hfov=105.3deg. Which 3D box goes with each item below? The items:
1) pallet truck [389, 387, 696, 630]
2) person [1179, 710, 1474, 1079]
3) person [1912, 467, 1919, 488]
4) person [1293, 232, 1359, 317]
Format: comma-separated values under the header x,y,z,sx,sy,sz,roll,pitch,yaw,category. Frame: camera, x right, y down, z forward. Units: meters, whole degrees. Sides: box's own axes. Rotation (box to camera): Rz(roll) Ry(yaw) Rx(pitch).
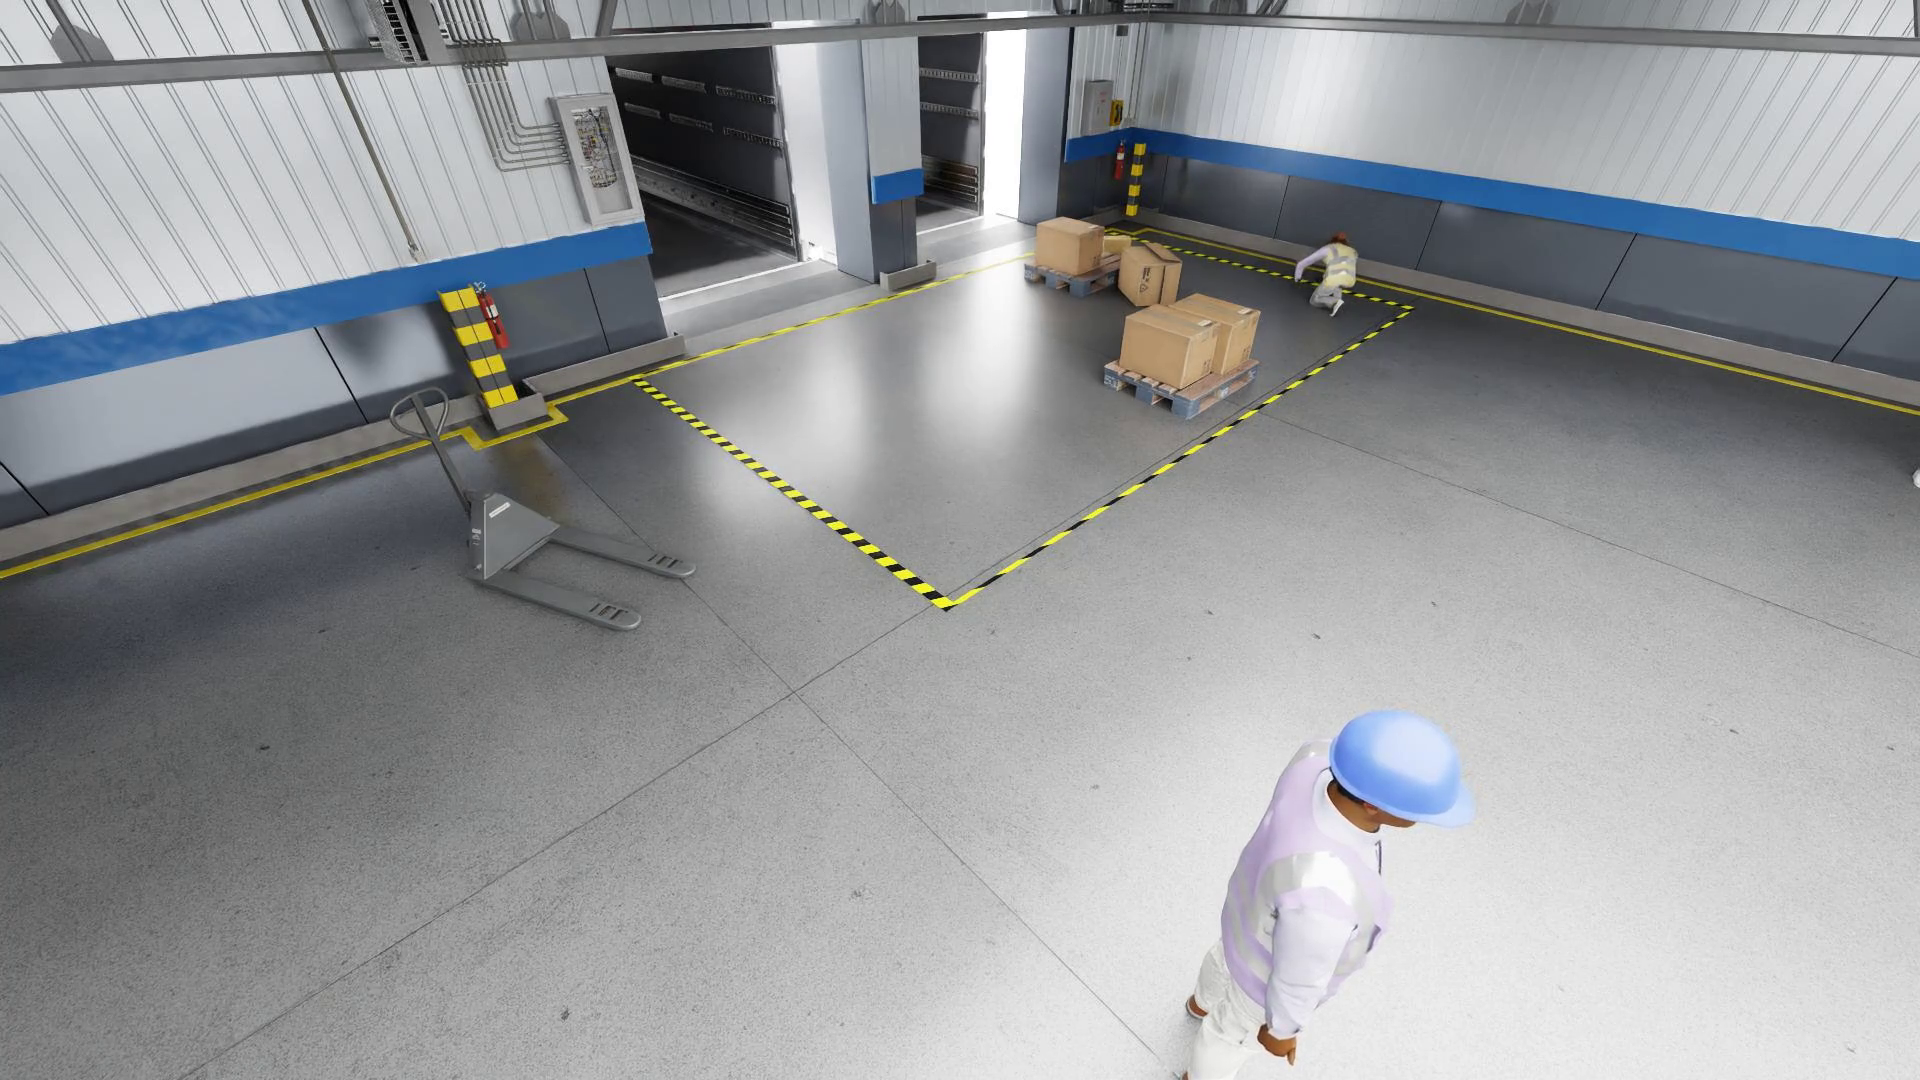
x,y,z,sx,sy,sz,roll,pitch,yaw,category
-2.613,-0.247,4.593,1.601,1.201,0.680,14,40,17,pallet truck
0.962,1.174,2.175,0.383,1.948,0.600,14,40,18,person
7.823,-1.098,5.281,0.486,1.744,0.309,15,40,19,person
4.450,-3.163,8.767,0.644,0.810,0.917,0,38,0,person
